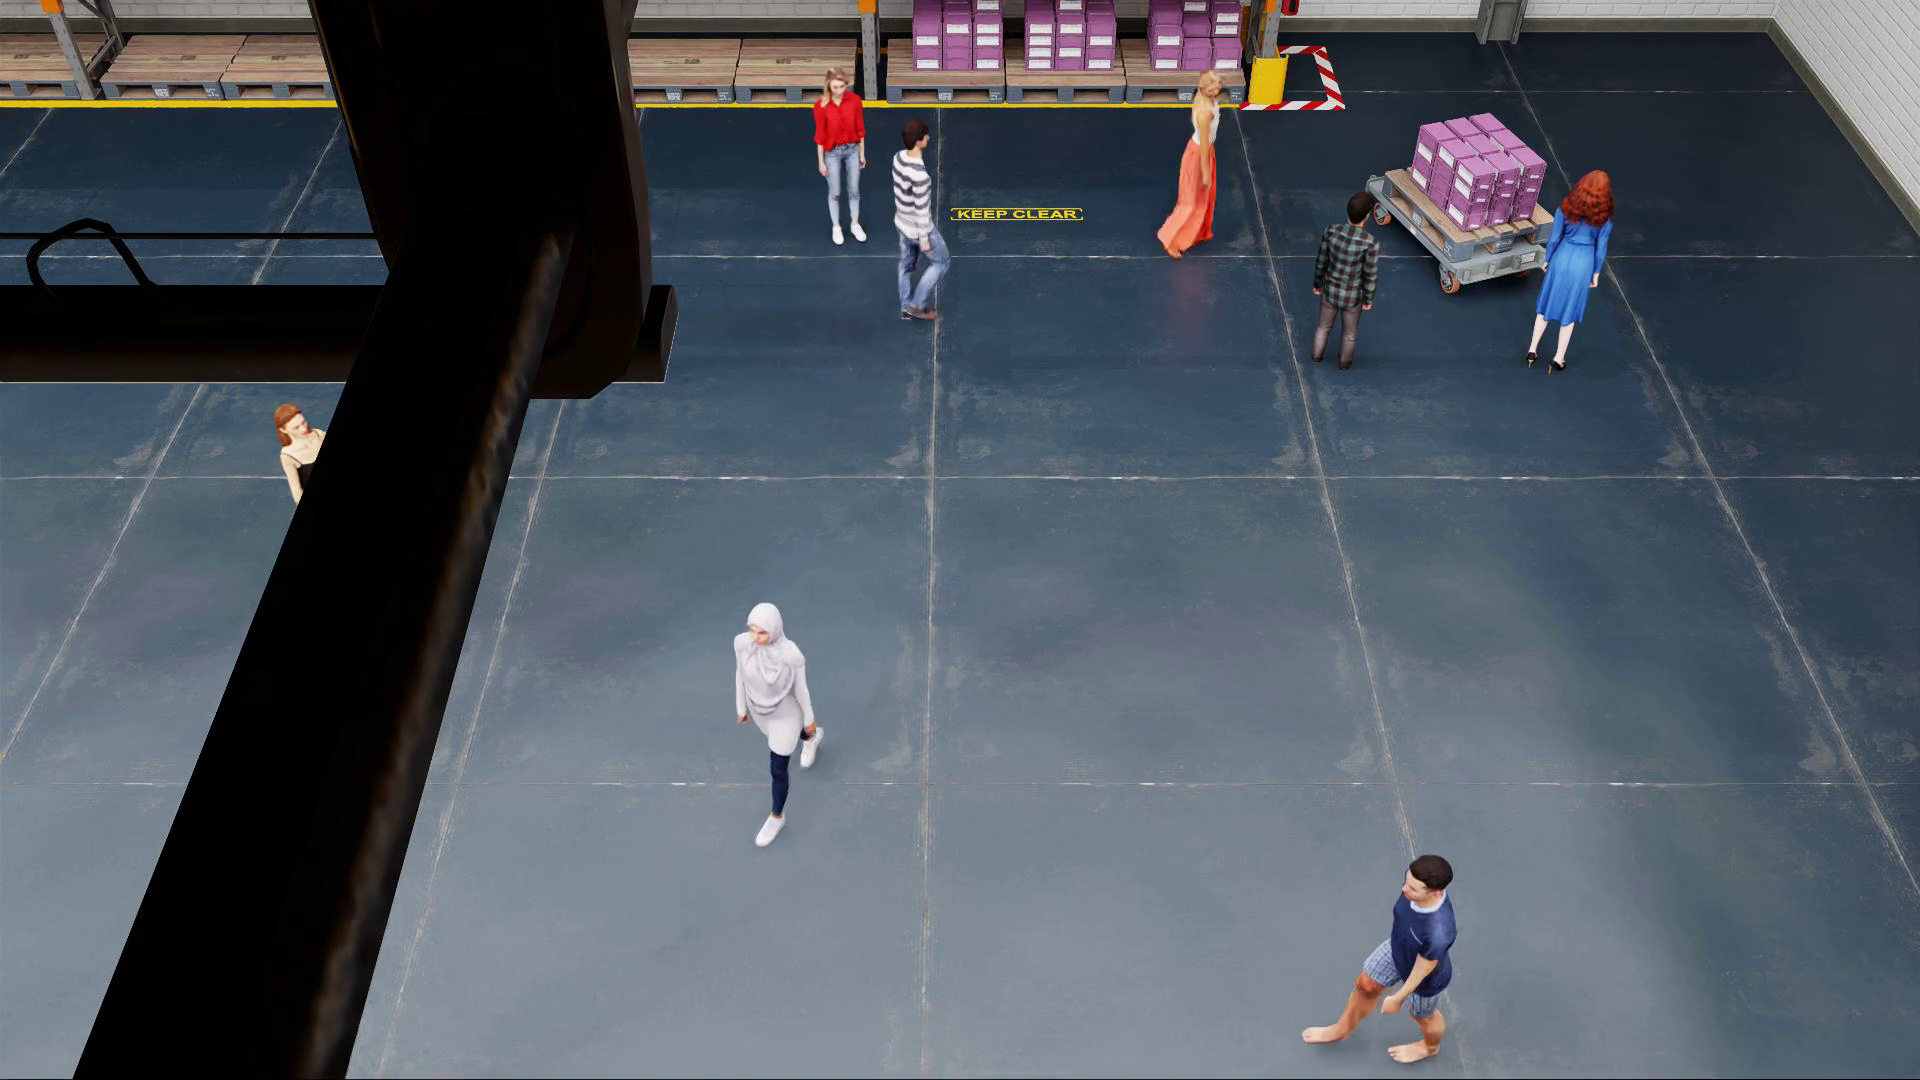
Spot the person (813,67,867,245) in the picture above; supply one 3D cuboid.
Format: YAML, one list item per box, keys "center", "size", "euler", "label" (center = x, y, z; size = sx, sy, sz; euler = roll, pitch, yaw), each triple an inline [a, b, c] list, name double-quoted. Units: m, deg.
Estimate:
- center: [-1.046, -3.387, 14.588]
  size: [0.597, 1.701, 0.748]
  euler: [-15, 46, -15]
  label: "person"

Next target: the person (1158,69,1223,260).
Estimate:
- center: [2.092, -3.320, 14.455]
  size: [0.796, 1.786, 0.792]
  euler: [-2, 44, -3]
  label: "person"

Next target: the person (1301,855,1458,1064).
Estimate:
- center: [2.459, 2.181, 8.667]
  size: [1.039, 1.806, 0.783]
  euler: [-6, 44, -6]
  label: "person"

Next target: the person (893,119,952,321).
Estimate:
- center: [-0.447, -2.560, 13.619]
  size: [0.798, 1.840, 0.788]
  euler: [-19, 47, -19]
  label: "person"

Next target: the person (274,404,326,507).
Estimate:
- center: [-4.372, -0.276, 11.377]
  size: [0.683, 1.625, 0.655]
  euler: [17, 46, 17]
  label: "person"

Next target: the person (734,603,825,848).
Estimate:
- center: [-1.055, 0.972, 9.983]
  size: [1.149, 1.741, 1.031]
  euler: [20, 47, 20]
  label: "person"

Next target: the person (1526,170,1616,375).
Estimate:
- center: [4.813, -2.105, 13.149]
  size: [0.680, 1.829, 0.770]
  euler: [25, 49, 24]
  label: "person"

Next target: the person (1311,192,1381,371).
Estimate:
- center: [3.088, -2.022, 13.371]
  size: [0.679, 1.714, 0.791]
  euler: [22, 48, 22]
  label: "person"
